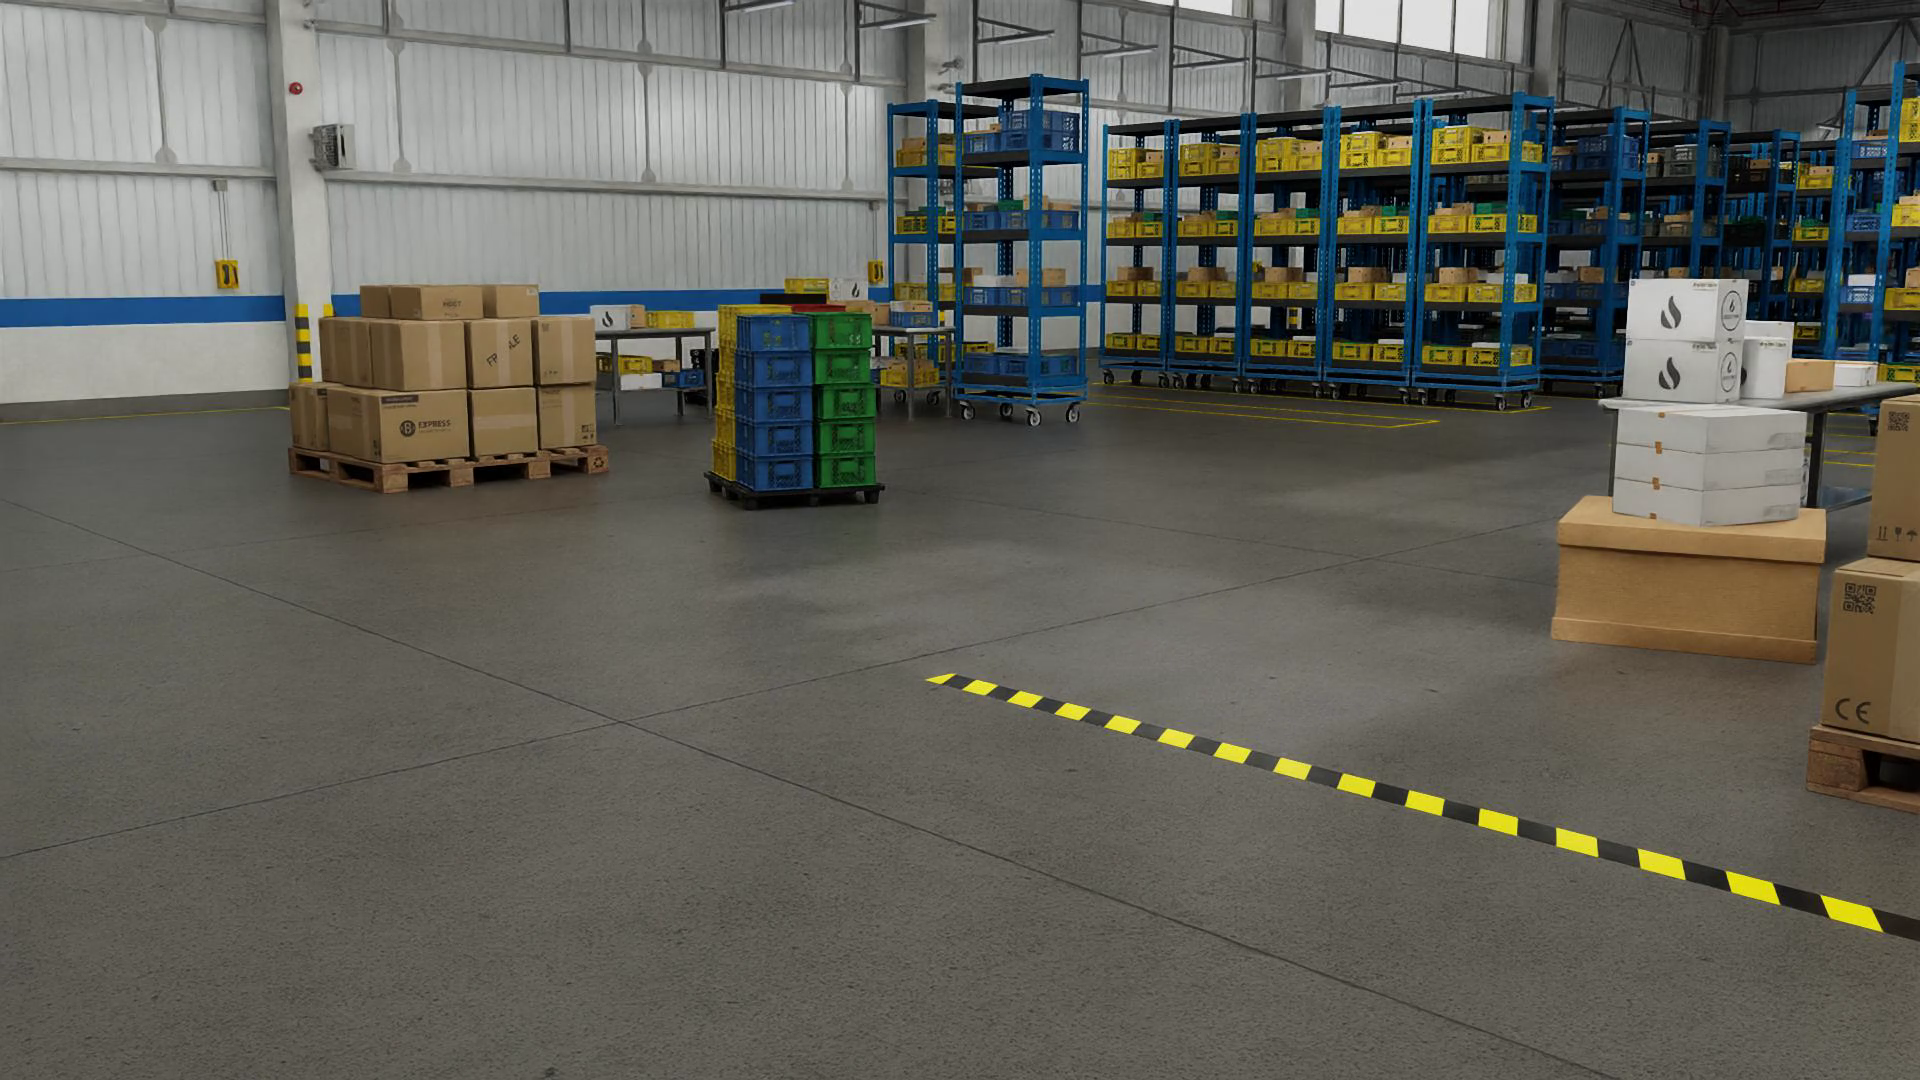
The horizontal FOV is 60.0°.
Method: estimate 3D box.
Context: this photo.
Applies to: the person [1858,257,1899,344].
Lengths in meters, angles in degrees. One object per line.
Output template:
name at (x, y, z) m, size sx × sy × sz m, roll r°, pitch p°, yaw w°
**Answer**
person at (12.923, -3.104, 23.510) m, size 0.945 × 1.805 × 0.582 m, roll -7°, pitch 12°, yaw -36°
